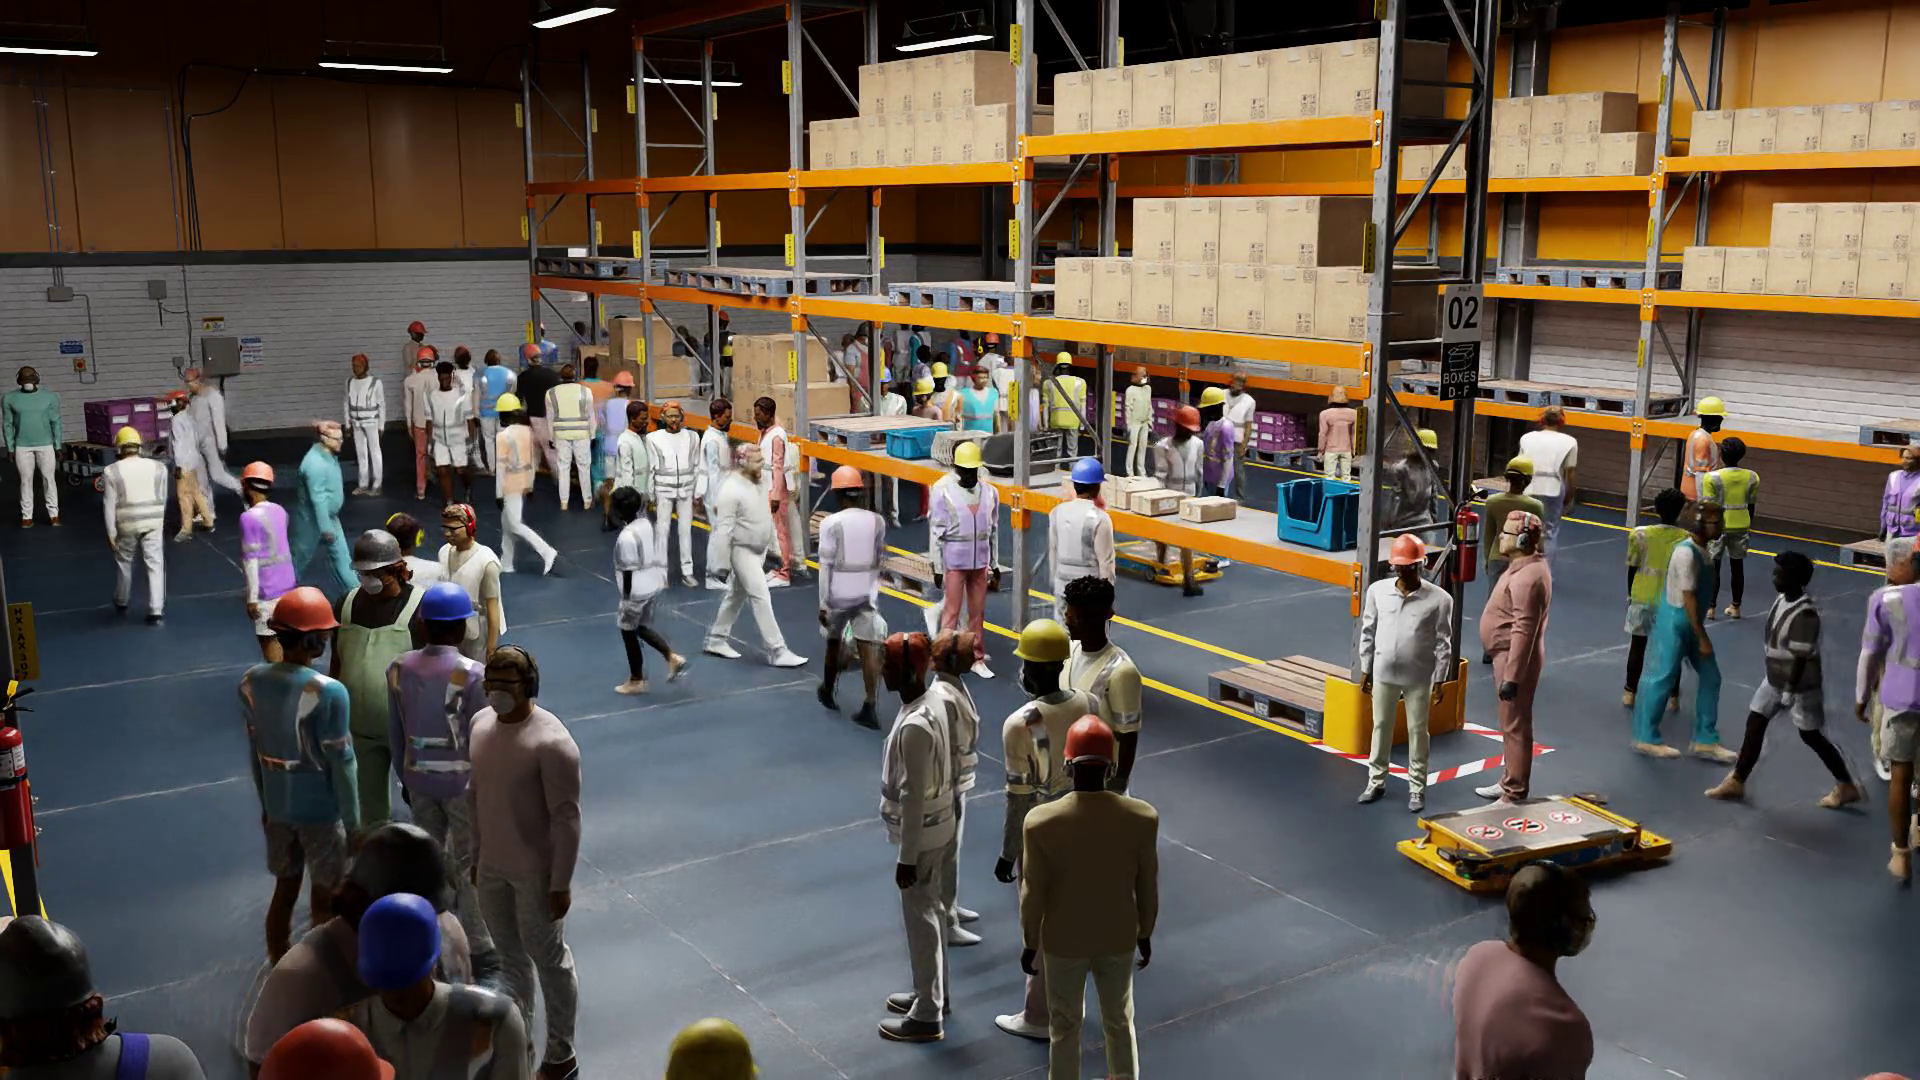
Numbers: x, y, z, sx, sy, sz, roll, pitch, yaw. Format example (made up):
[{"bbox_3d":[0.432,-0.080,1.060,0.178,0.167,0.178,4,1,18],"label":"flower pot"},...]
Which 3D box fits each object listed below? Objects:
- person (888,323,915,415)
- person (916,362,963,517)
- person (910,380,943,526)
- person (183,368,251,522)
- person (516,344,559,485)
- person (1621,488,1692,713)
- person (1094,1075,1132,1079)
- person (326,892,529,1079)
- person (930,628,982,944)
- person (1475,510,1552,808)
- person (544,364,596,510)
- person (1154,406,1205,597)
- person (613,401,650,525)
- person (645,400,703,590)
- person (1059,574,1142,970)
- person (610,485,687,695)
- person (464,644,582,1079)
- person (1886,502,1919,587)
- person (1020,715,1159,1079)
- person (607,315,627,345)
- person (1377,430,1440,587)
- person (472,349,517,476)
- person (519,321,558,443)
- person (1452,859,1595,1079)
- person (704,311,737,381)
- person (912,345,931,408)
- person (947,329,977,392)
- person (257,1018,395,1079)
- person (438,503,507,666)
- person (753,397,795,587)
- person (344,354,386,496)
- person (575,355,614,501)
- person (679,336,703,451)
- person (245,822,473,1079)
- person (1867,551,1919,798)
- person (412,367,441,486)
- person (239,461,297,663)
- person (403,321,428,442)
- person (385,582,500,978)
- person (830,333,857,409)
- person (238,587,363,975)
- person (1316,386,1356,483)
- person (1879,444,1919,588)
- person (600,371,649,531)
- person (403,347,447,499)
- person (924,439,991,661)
[{"bbox_3d":[-1.028,-3.257,30.865,0.603,1.907,0.980,1,11,3],"label":"person"},{"bbox_3d":[-0.255,-1.218,20.376,0.584,1.928,0.374,0,11,-2],"label":"person"},{"bbox_3d":[-0.409,-1.045,19.944,0.354,1.756,0.522,-11,15,-43],"label":"person"},{"bbox_3d":[-9.092,-1.173,20.282,0.692,1.875,0.712,8,13,35],"label":"person"},{"bbox_3d":[-5.839,-1.747,23.095,1.105,1.923,0.621,10,15,40],"label":"person"},{"bbox_3d":[5.254,0.450,12.470,0.530,1.690,0.322,5,12,26],"label":"person"},{"bbox_3d":[0.296,2.077,3.705,0.989,1.858,0.662,-2,11,-12],"label":"person"},{"bbox_3d":[-1.495,1.857,4.718,0.605,1.906,0.958,-3,11,-16],"label":"person"},{"bbox_3d":[-0.041,1.247,8.524,0.326,1.631,0.514,1,11,3],"label":"person"},{"bbox_3d":[3.415,0.761,10.293,0.408,1.913,0.642,4,12,18],"label":"person"},{"bbox_3d":[-4.902,-1.300,21.017,0.621,1.845,0.429,-1,11,-7],"label":"person"},{"bbox_3d":[2.155,-0.393,16.320,0.557,1.860,0.994,-3,11,-15],"label":"person"},{"bbox_3d":[-3.208,-0.425,16.372,0.399,1.908,0.606,0,11,2],"label":"person"},{"bbox_3d":[-2.845,-0.451,16.564,0.582,1.882,0.351,-5,12,-25],"label":"person"},{"bbox_3d":[0.645,1.132,8.246,0.361,1.965,0.613,-6,13,-29],"label":"person"},{"bbox_3d":[-2.434,0.393,12.769,0.480,1.668,0.546,2,11,12],"label":"person"},{"bbox_3d":[-1.860,1.383,7.037,0.635,1.940,0.366,8,13,34],"label":"person"},{"bbox_3d":[6.496,0.596,11.239,0.532,1.870,0.315,6,13,30],"label":"person"},{"bbox_3d":[0.506,1.553,6.640,0.567,1.750,0.341,-2,11,-10],"label":"person"},{"bbox_3d":[-6.003,-2.999,29.410,0.367,1.957,0.600,-11,15,-43],"label":"person"},{"bbox_3d":[4.340,-0.217,15.862,0.571,1.685,0.881,-4,12,-17],"label":"person"},{"bbox_3d":[-6.580,-1.792,23.576,0.636,1.822,0.542,-7,13,-31],"label":"person"},{"bbox_3d":[-6.807,-2.537,26.892,0.624,2.030,0.444,-4,12,-21],"label":"person"},{"bbox_3d":[1.618,1.836,4.755,0.438,1.925,0.656,-1,11,-7],"label":"person"},{"bbox_3d":[-4.170,-2.991,29.175,0.613,2.033,0.398,0,11,-2],"label":"person"},{"bbox_3d":[-0.574,-2.198,25.982,0.319,1.697,0.533,-5,12,-24],"label":"person"},{"bbox_3d":[0.017,-2.972,29.615,0.640,1.825,0.598,-8,14,-37],"label":"person"},{"bbox_3d":[-1.367,2.007,3.694,0.611,1.996,0.378,4,12,20],"label":"person"},{"bbox_3d":[-3.229,0.655,11.033,0.561,1.836,0.394,9,14,38],"label":"person"},{"bbox_3d":[-1.874,-0.489,16.712,0.403,1.908,0.597,-4,12,-19],"label":"person"},{"bbox_3d":[-7.895,-1.526,22.064,0.583,1.882,0.337,3,12,17],"label":"person"},{"bbox_3d":[-4.739,-1.426,21.493,0.606,1.907,0.575,-8,13,-34],"label":"person"},{"bbox_3d":[-4.194,-2.242,25.852,0.341,1.840,0.504,7,13,33],"label":"person"},{"bbox_3d":[-1.634,1.748,4.906,1.038,2.000,0.706,6,13,28],"label":"person"},{"bbox_3d":[6.080,0.843,10.670,0.515,1.582,0.814,3,11,16],"label":"person"},{"bbox_3d":[-7.277,-1.593,22.831,0.411,1.720,0.581,9,14,39],"label":"person"},{"bbox_3d":[-5.170,0.369,12.384,0.411,1.899,0.564,0,11,-2],"label":"person"},{"bbox_3d":[-8.874,-2.589,27.245,0.417,1.985,0.626,2,11,9],"label":"person"},{"bbox_3d":[-2.485,1.166,8.131,0.616,1.942,0.408,4,12,21],"label":"person"},{"bbox_3d":[-1.792,-2.391,26.634,0.596,1.823,0.513,2,11,10],"label":"person"},{"bbox_3d":[-2.994,1.216,7.670,0.605,2.031,0.415,5,12,25],"label":"person"},{"bbox_3d":[4.608,-1.061,20.324,0.507,1.632,0.268,-2,11,-8],"label":"person"},{"bbox_3d":[8.665,-0.066,15.221,0.310,1.638,0.522,-5,12,-24],"label":"person"},{"bbox_3d":[-4.016,-1.067,19.758,0.547,1.880,1.030,2,11,12],"label":"person"},{"bbox_3d":[-6.973,-1.536,21.868,0.610,1.985,0.414,-4,12,-19],"label":"person"},{"bbox_3d":[-0.039,0.060,14.001,0.608,1.876,0.724,-11,15,-43],"label":"person"}]
